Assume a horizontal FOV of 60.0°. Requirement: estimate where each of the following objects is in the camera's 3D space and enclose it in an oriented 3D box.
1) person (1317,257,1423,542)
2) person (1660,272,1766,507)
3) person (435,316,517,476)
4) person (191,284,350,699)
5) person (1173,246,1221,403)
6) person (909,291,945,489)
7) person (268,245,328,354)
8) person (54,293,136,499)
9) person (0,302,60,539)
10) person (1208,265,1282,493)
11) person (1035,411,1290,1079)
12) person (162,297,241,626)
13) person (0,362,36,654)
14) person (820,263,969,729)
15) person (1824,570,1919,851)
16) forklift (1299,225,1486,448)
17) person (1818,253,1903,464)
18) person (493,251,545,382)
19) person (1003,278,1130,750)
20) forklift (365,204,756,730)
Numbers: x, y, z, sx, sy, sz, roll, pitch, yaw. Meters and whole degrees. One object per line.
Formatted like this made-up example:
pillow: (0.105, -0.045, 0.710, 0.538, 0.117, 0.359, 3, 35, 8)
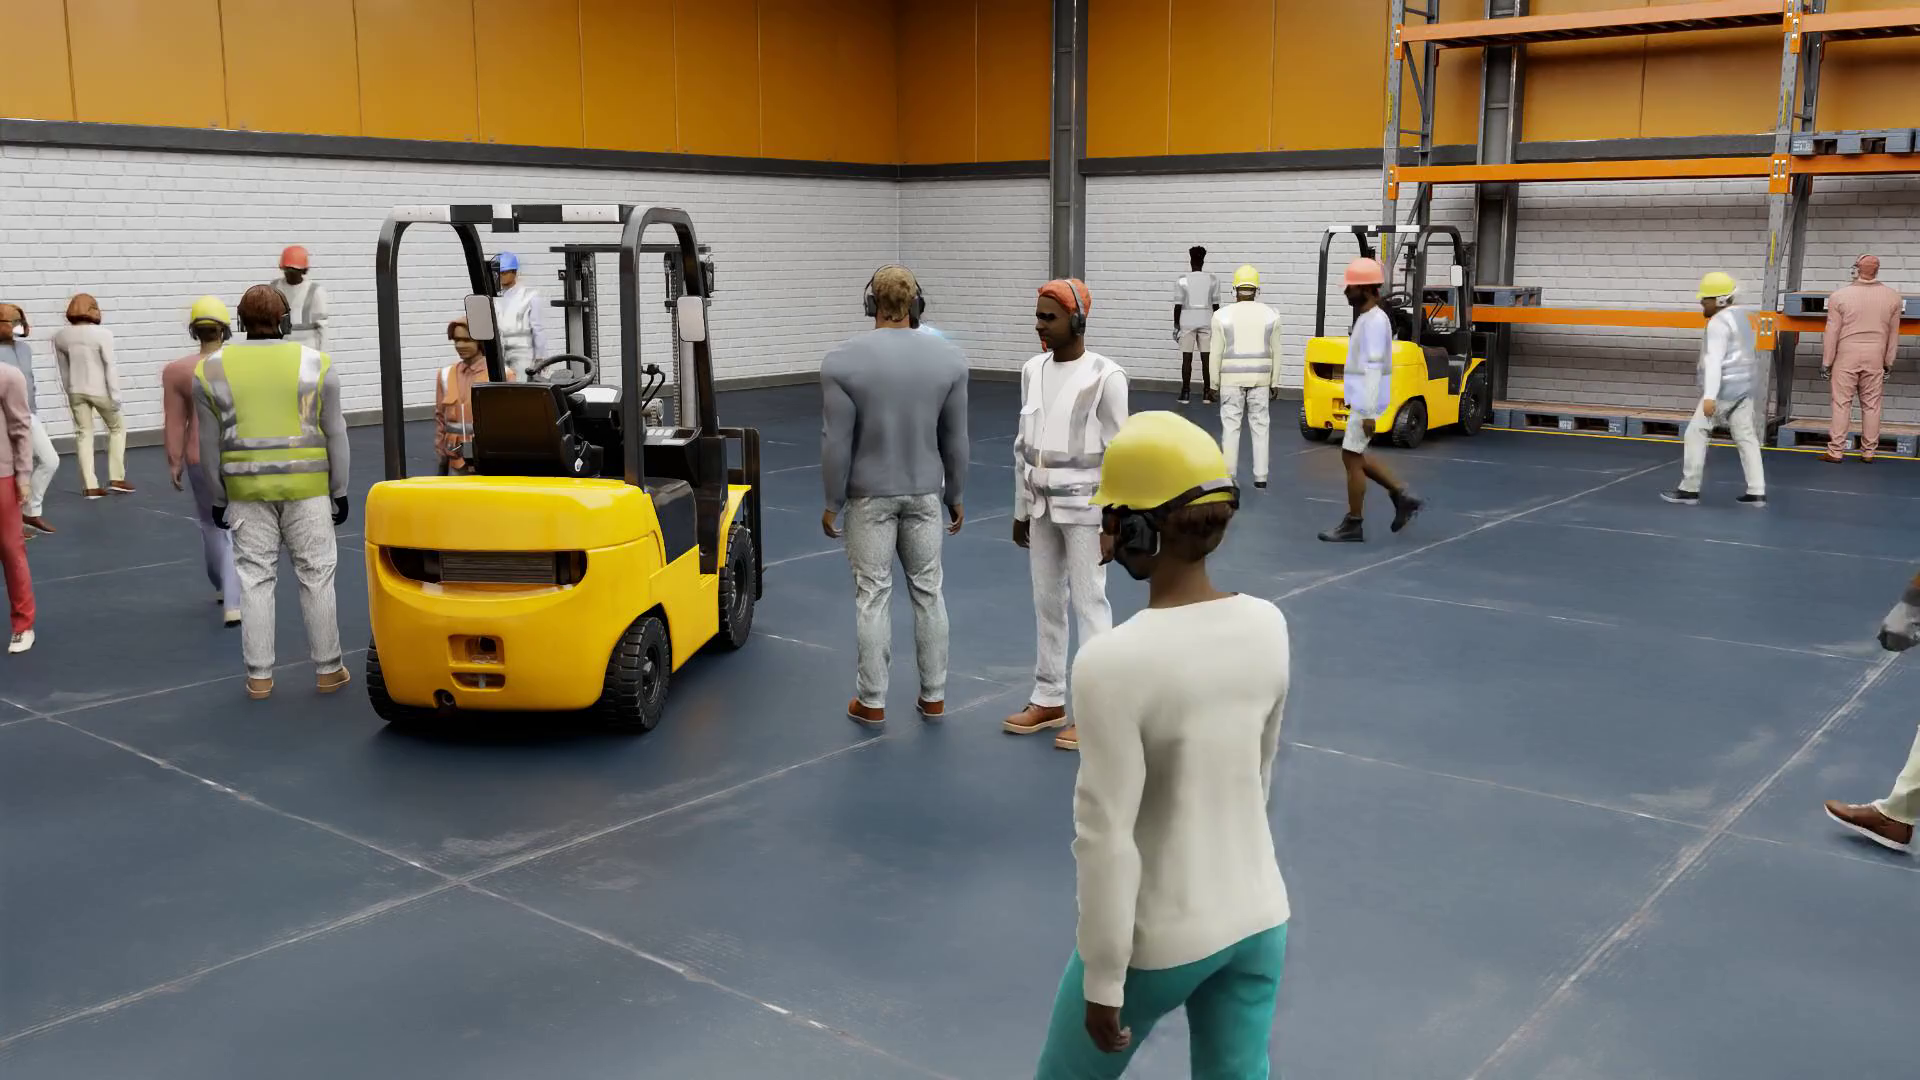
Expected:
person: (2.772, -0.925, 11.154, 0.600, 1.922, 0.566, 2, 10, 11)
person: (5.806, -1.140, 12.717, 0.793, 1.780, 0.681, 10, 14, 43)
person: (-2.602, -0.395, 9.022, 0.523, 1.635, 0.313, 4, 11, 20)
person: (-3.040, -0.210, 7.417, 0.625, 1.844, 0.429, -3, 11, -17)
person: (2.949, -2.682, 20.765, 0.604, 1.966, 0.367, -1, 10, -3)
person: (-0.351, -1.192, 13.398, 0.543, 1.649, 0.906, 7, 12, 32)
person: (-6.288, -1.798, 15.814, 0.655, 1.988, 0.612, 2, 10, 11)
person: (-6.867, -1.143, 13.196, 0.513, 1.611, 0.542, 1, 10, 4)
person: (-6.389, -0.800, 11.303, 0.436, 1.616, 0.520, 1, 10, 7)
person: (2.287, -1.287, 13.405, 0.589, 1.834, 0.403, 0, 10, -3)
person: (0.358, 0.658, 2.874, 0.538, 1.752, 0.509, -7, 12, -35)
person: (-3.972, -0.441, 9.024, 0.546, 1.728, 0.875, -2, 10, -9)
person: (-4.826, -0.306, 8.160, 0.531, 1.767, 0.322, -1, 10, -5)
person: (-0.273, -0.176, 6.953, 0.637, 1.938, 0.355, -3, 11, -17)
person: (3.125, 0.187, 5.255, 0.515, 1.837, 0.877, -8, 13, -38)
forklift: (4.449, -2.115, 16.993, 1.214, 2.155, 2.313, 8, 13, 38)
person: (8.184, -1.645, 15.171, 0.648, 1.913, 0.409, 1, 10, 6)
person: (-4.215, -1.737, 15.639, 0.617, 1.933, 0.445, 3, 11, 15)
person: (0.430, -0.103, 6.703, 0.337, 1.882, 0.584, -9, 13, -40)
forklift: (-1.766, -0.406, 7.525, 1.214, 2.155, 2.313, 1, 10, 7)
